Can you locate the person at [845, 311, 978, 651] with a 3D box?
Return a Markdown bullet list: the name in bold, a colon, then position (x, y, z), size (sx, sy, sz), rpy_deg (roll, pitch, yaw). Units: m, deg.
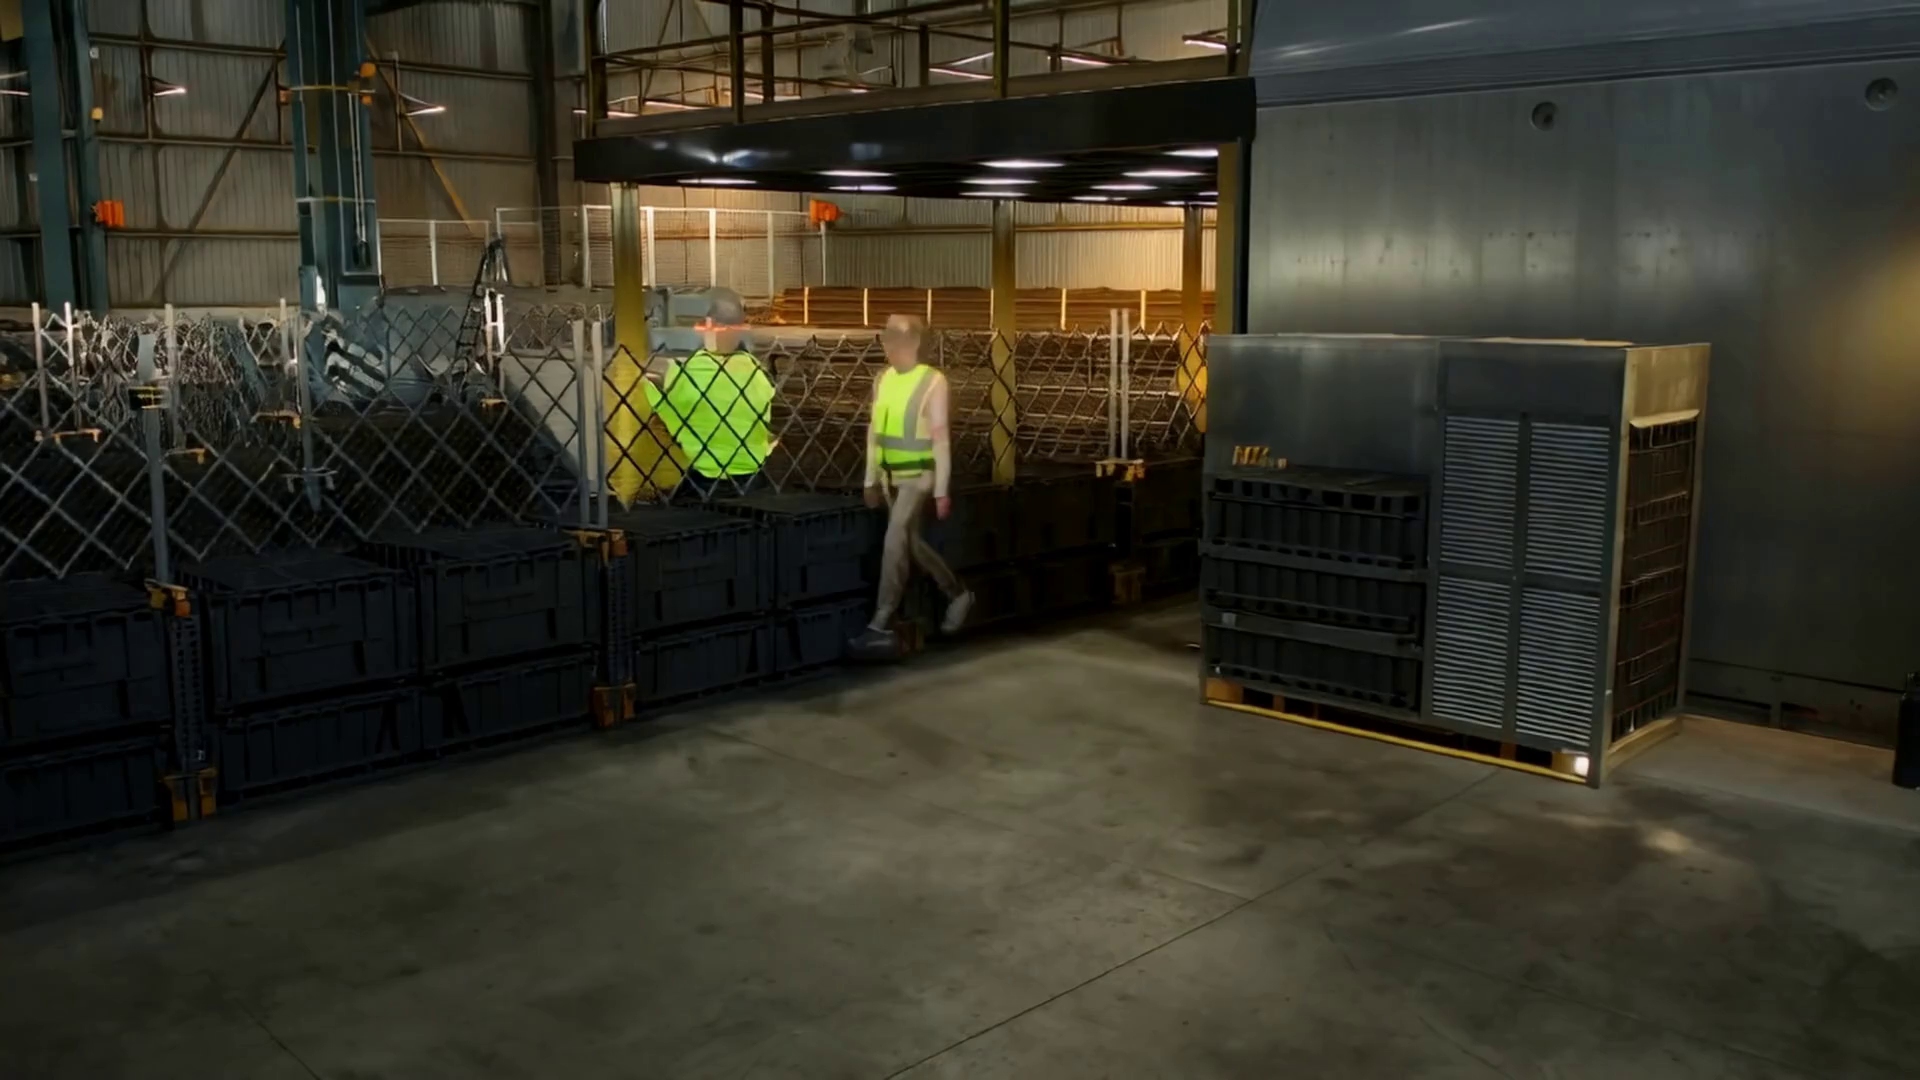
- **person**: position (-0.253, -0.345, 9.237), size (0.927, 1.850, 0.586), rpy_deg (-8, 12, -39)
